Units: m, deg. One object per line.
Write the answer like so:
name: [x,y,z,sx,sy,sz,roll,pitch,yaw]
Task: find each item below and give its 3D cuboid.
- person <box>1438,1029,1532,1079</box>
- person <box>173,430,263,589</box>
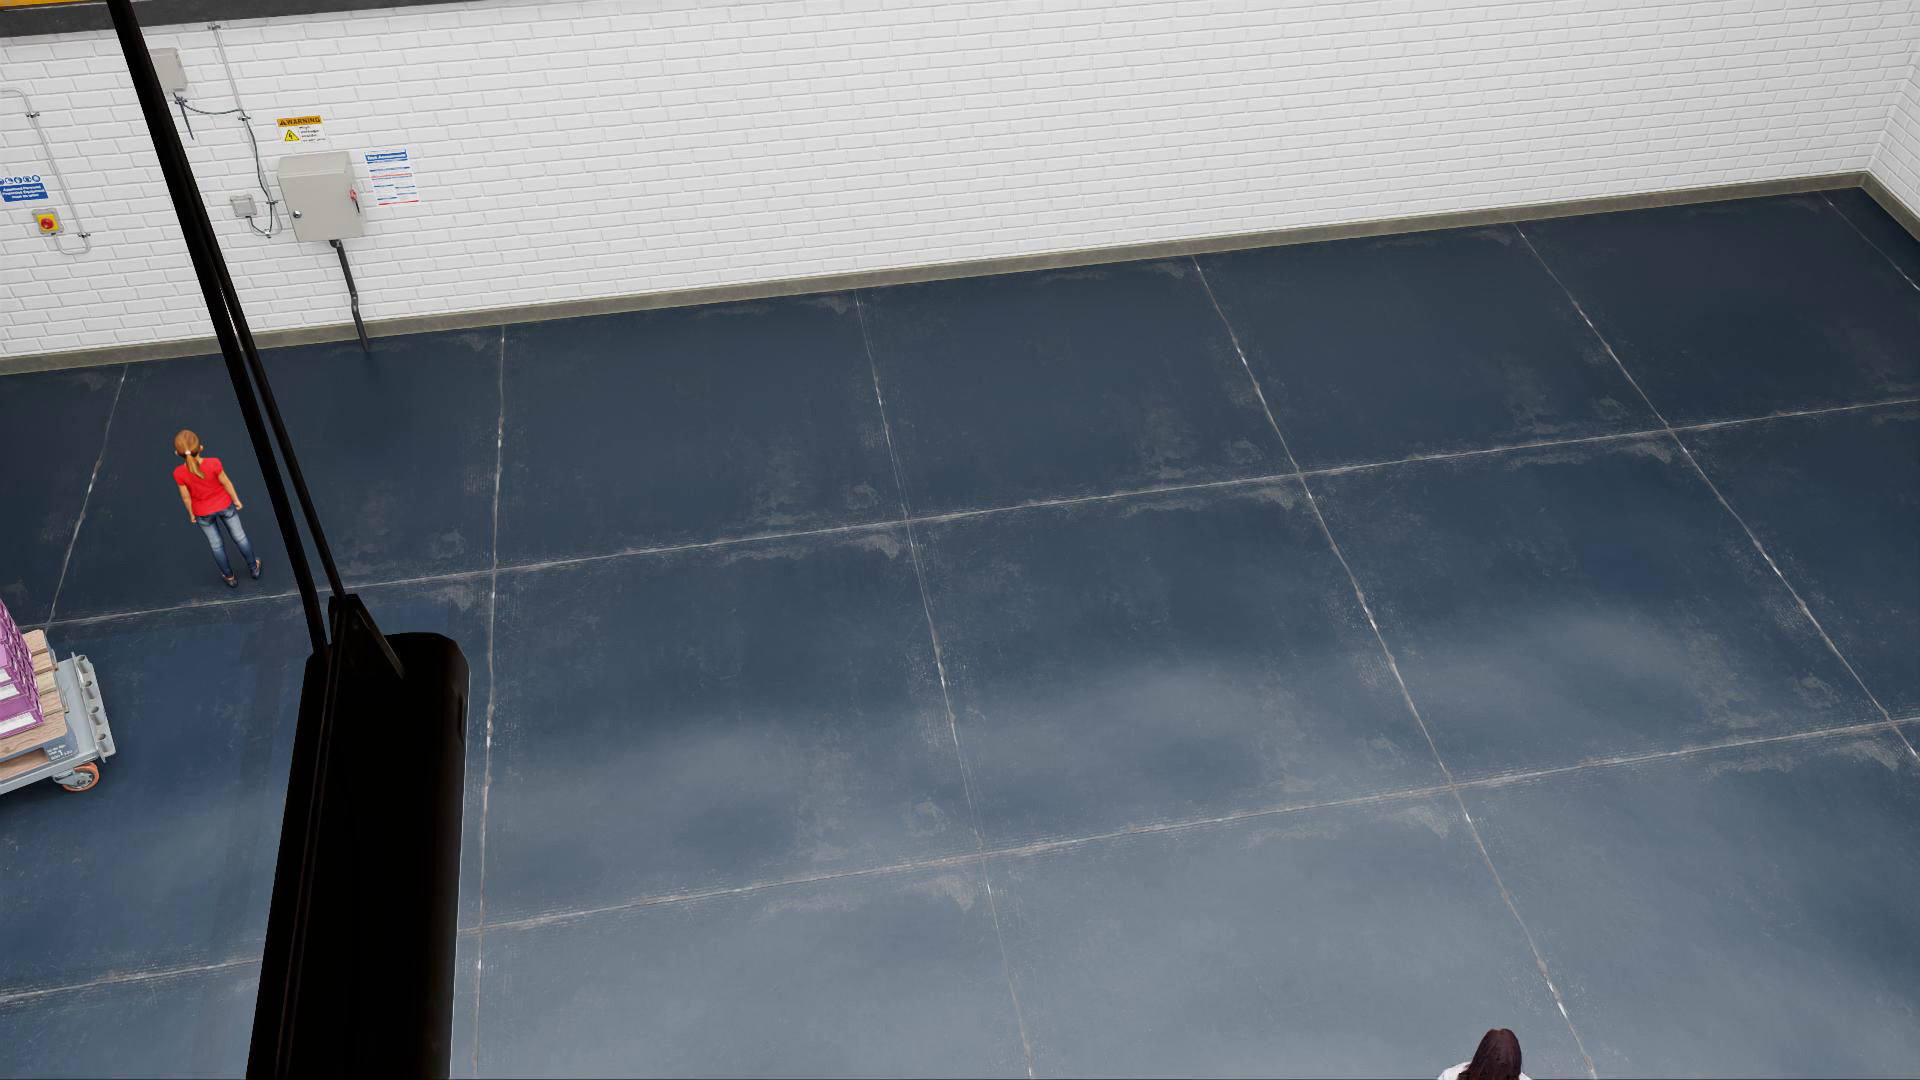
person: [2.405,2.882,7.819,0.780,1.608,0.889,11,45,11]
person: [-5.065,-0.215,11.286,0.551,1.310,0.575,-20,47,-20]
